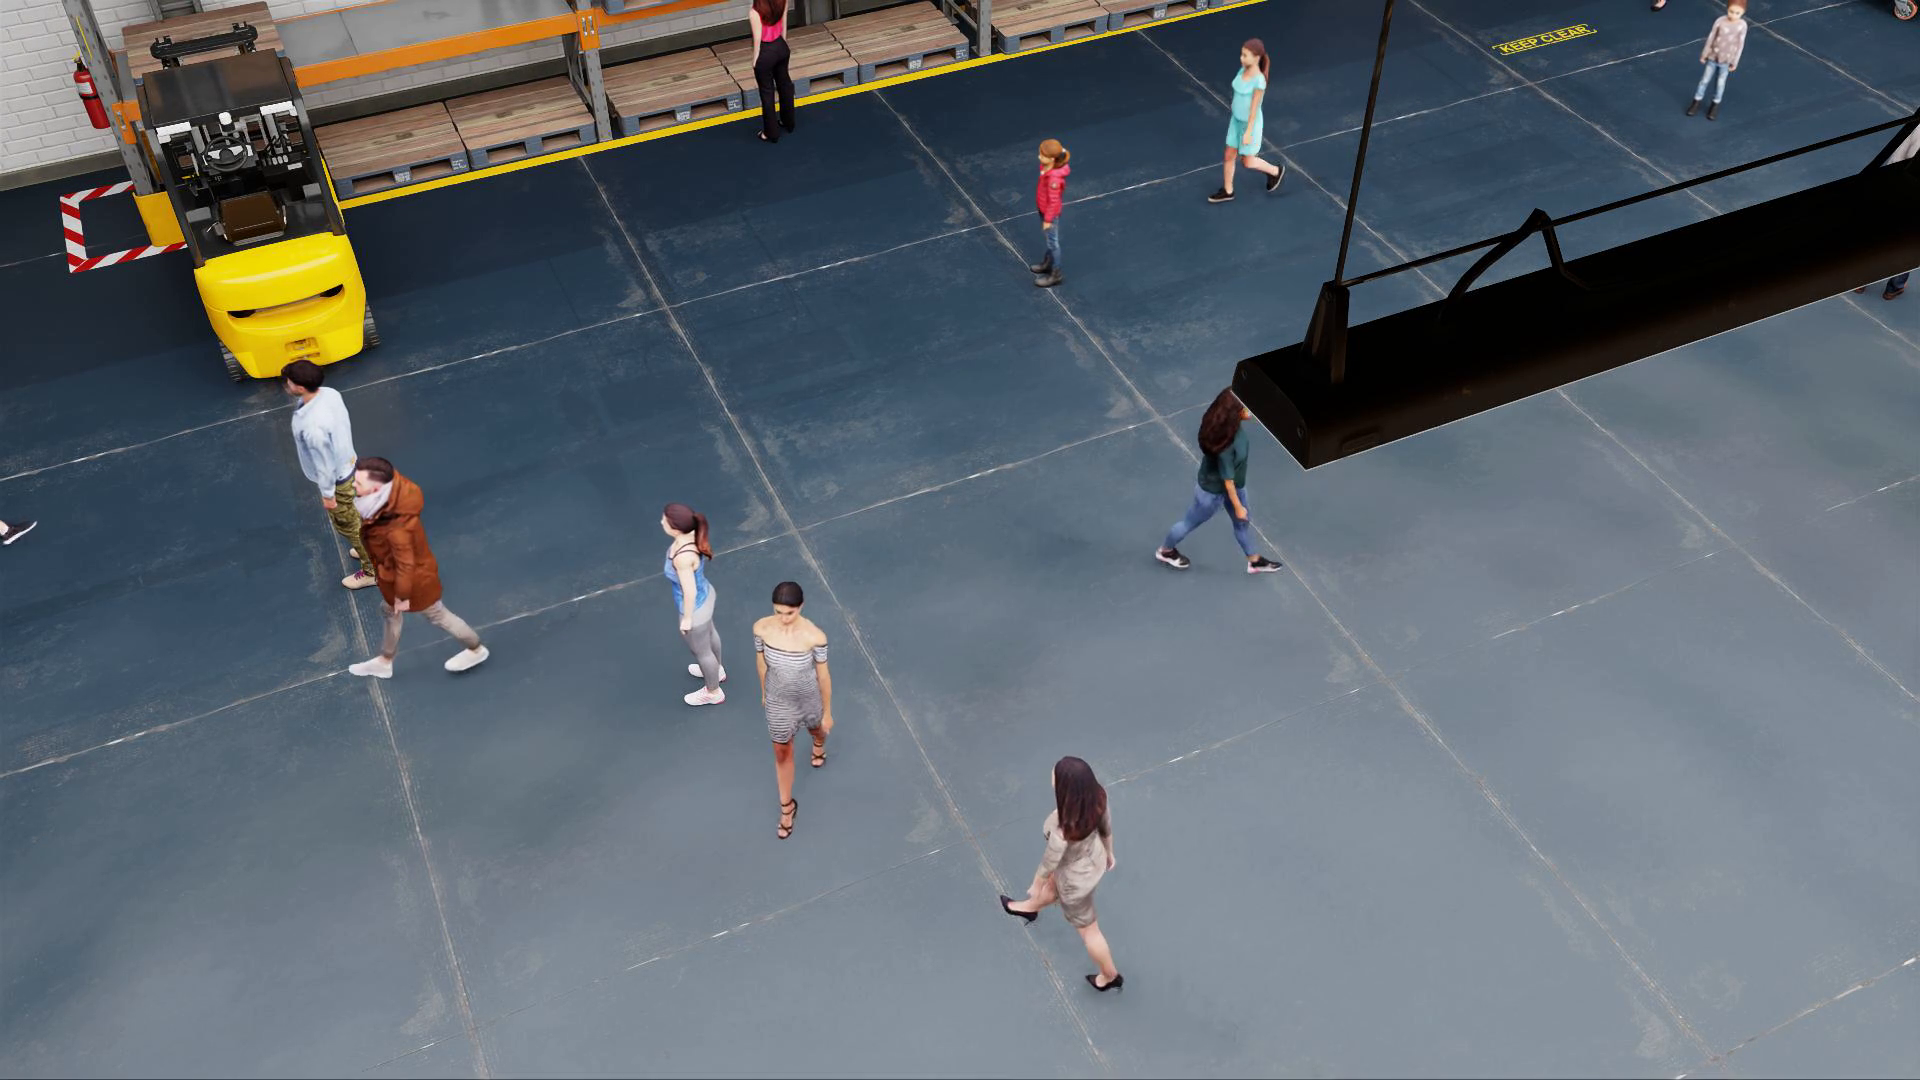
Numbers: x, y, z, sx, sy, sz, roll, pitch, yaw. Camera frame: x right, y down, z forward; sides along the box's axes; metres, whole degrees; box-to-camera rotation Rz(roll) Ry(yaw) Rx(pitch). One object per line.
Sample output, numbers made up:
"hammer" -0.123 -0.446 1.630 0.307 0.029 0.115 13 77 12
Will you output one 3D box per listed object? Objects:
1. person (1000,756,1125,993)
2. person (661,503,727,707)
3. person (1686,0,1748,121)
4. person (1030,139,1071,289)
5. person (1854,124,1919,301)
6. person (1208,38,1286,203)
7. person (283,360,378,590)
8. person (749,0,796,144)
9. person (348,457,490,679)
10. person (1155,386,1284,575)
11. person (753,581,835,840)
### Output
"person" 0.682 1.806 8.711 1.015 1.690 1.111 26 49 24
"person" -1.641 0.384 10.263 0.661 1.609 0.645 1 44 1
"person" 7.230 -4.596 15.792 0.568 1.194 0.608 21 47 21
"person" 0.757 -2.721 13.736 0.576 1.314 0.570 -6 44 -6
"person" 7.711 -2.812 13.400 0.831 1.910 0.842 23 48 22
"person" 2.575 -3.651 14.548 0.925 1.541 0.580 -14 45 -15
"person" -4.113 -0.441 10.983 0.708 1.811 0.753 -3 44 -3
"person" -1.748 -4.476 15.328 0.713 1.659 0.586 30 51 28
"person" -3.333 0.198 10.328 1.066 1.789 0.707 -18 47 -18
"person" 1.628 -0.358 11.071 1.140 1.568 1.058 13 45 13
"person" -0.916 0.865 9.631 1.006 1.785 0.982 5 44 5
